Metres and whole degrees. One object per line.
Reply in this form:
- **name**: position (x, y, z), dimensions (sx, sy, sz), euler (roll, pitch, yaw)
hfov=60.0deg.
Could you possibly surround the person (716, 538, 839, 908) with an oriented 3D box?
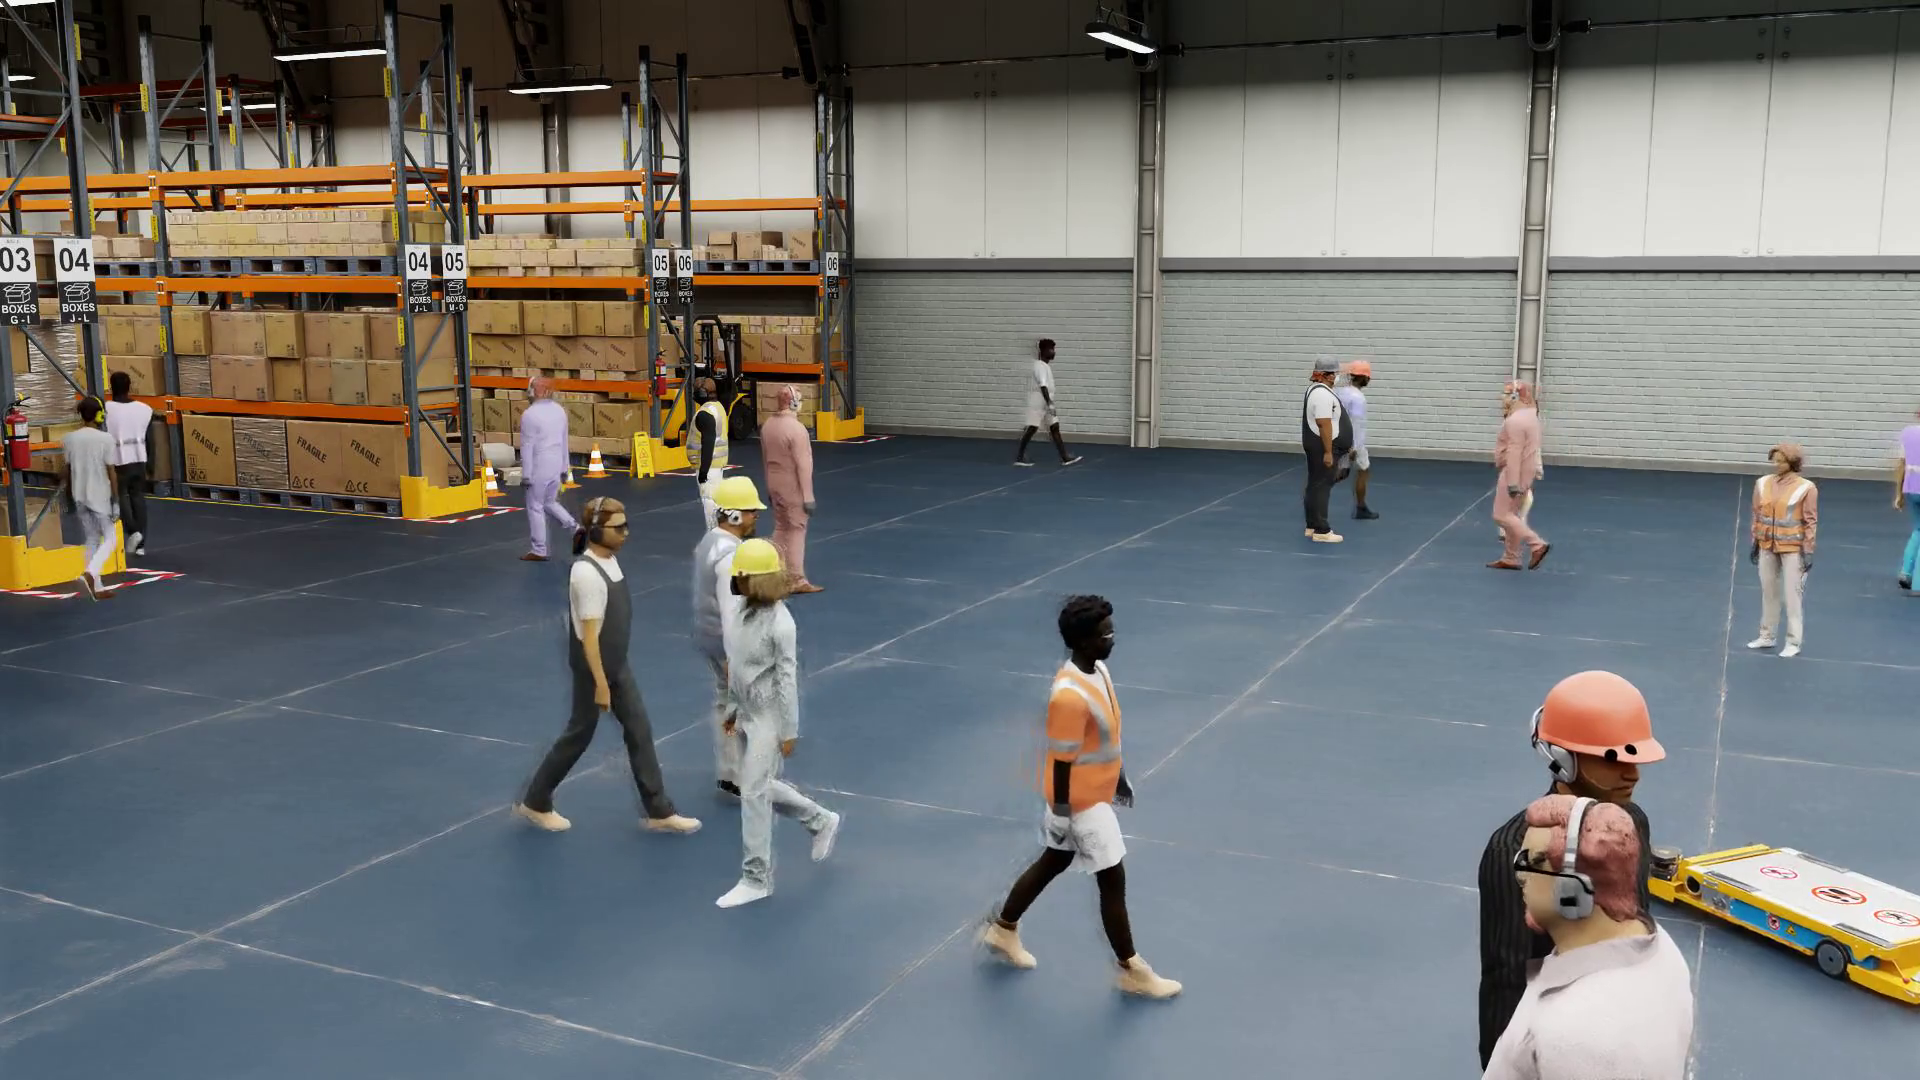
- **person**: position (-0.870, 0.824, 7.829), dimensions (0.660, 1.719, 0.492), euler (-6, 11, -33)

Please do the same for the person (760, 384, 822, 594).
- **person**: position (-1.531, -0.460, 15.140), dimensions (0.403, 1.907, 0.645), euler (-7, 11, -35)

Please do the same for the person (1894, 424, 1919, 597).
- **person**: position (8.728, -0.386, 14.945), dimensions (0.470, 1.827, 0.589), euler (-4, 10, -22)

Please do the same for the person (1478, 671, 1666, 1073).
- **person**: position (1.512, 1.292, 4.127), dimensions (0.624, 1.992, 0.386), euler (-7, 12, -38)

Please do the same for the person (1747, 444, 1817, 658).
- **person**: position (6.281, 0.077, 12.724), dimensions (0.394, 1.620, 0.525), euler (-5, 11, -29)

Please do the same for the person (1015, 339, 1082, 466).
- **person**: position (1.289, -2.041, 24.837), dimensions (1.017, 1.914, 0.610), euler (3, 10, 16)

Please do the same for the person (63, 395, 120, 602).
- **person**: position (-7.661, -0.338, 14.610), dimensions (0.548, 1.848, 0.581), euler (1, 9, 6)

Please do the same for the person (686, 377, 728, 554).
- **person**: position (-2.622, -0.771, 17.249), dimensions (0.429, 1.842, 0.632), euler (0, 9, 2)

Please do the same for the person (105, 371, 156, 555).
- **person**: position (-8.564, -0.778, 17.102), dimensions (0.447, 1.903, 0.611), euler (8, 12, 39)

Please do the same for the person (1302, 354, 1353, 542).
- **person**: position (3.997, -1.009, 18.096), dimensions (0.537, 2.000, 0.679), euler (0, 9, 0)

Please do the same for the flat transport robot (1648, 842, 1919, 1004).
- **flat transport robot**: position (3.789, 1.630, 7.332), dimensions (0.652, 0.197, 1.431), euler (-4, 10, -23)

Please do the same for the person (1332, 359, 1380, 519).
- **person**: position (4.536, -1.169, 19.492), dimensions (0.822, 1.916, 0.545), euler (-2, 9, -12)

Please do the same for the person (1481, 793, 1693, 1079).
- **person**: position (1.245, 1.451, 3.433), dimensions (0.403, 1.904, 0.652), euler (6, 11, 31)

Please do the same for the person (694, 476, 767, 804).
- **person**: position (-1.228, 0.551, 9.199), dimensions (0.466, 1.821, 0.614), euler (-3, 10, -19)

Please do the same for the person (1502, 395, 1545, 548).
- **person**: position (6.026, -0.728, 17.681), dimensions (0.577, 1.613, 0.503), euler (9, 13, 44)

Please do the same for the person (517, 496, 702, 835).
- **person**: position (-1.880, 0.664, 8.600), dimensions (0.972, 1.802, 0.529), euler (1, 9, 8)

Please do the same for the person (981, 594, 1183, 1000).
- **person**: position (0.471, 1.024, 6.795), dimensions (0.856, 1.659, 0.527), euler (2, 9, 12)

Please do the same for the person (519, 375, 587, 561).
- **person**: position (-4.150, -0.711, 16.754), dimensions (0.590, 1.886, 0.647), euler (3, 10, 18)

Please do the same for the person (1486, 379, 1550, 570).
- **person**: position (5.443, -0.614, 16.149), dimensions (0.539, 1.894, 0.656), euler (6, 11, 31)
